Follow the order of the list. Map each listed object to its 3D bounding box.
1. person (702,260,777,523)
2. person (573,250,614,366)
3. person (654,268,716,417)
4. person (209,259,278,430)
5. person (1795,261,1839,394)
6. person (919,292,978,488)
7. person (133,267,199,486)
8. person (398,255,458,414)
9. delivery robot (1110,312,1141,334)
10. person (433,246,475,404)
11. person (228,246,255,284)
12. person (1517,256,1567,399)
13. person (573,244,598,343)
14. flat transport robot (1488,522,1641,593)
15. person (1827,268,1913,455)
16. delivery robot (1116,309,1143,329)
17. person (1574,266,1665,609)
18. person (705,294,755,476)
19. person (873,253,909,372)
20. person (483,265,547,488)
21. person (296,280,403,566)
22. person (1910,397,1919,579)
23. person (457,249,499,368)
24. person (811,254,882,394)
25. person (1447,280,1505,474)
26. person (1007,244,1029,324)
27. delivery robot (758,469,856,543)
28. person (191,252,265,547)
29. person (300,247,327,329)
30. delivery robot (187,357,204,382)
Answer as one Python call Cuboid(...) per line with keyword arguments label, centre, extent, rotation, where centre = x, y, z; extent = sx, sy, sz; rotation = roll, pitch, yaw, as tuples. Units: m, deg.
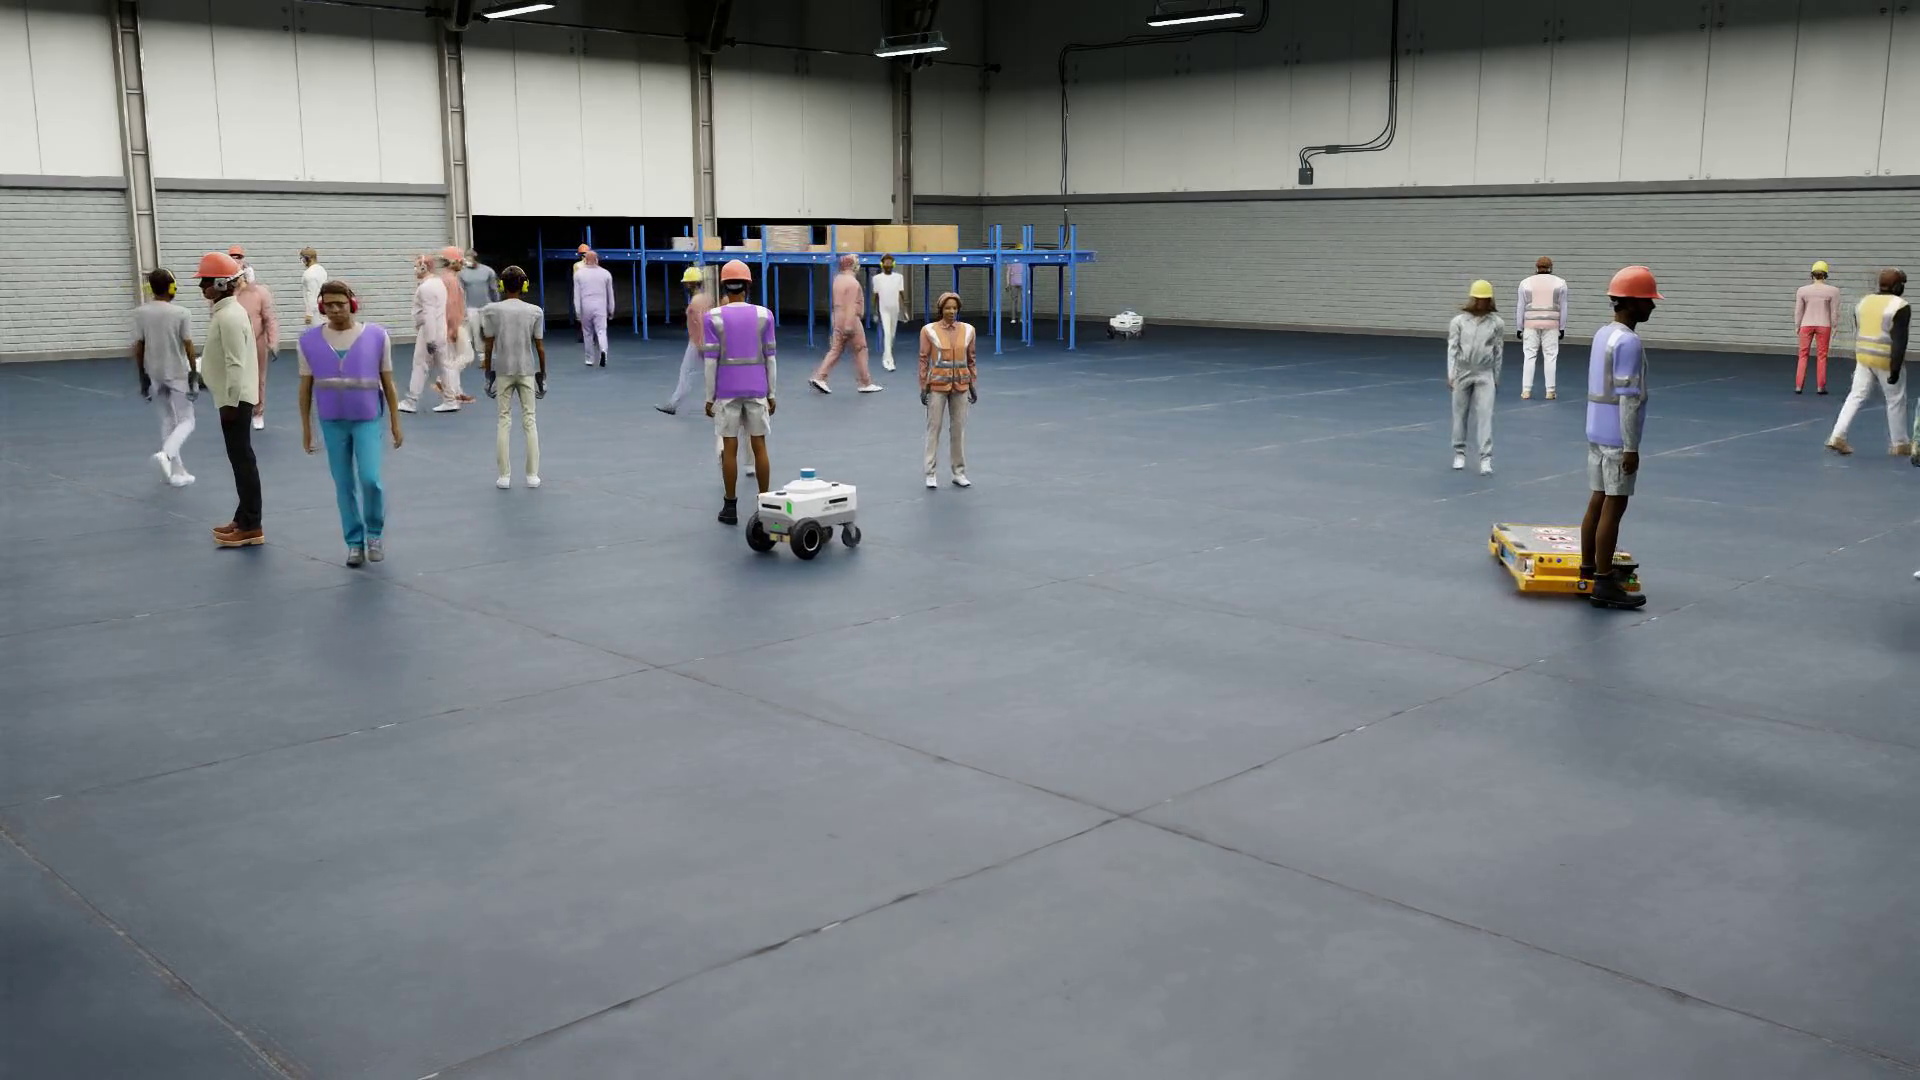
Cuboid(label="person", centre=(-1.629, -1.097, 12.314), extent=(0.542, 1.928, 0.374), rotation=(-3, 11, -16))
Cuboid(label="person", centre=(-5.916, -3.747, 26.923), extent=(0.648, 1.875, 0.855), rotation=(-4, 11, -20))
Cuboid(label="person", centre=(-3.151, -2.307, 19.473), extent=(0.890, 1.727, 0.532), rotation=(1, 10, 7))
Cuboid(label="person", centre=(-7.699, -2.089, 17.904), extent=(0.643, 1.865, 0.971), rotation=(-4, 11, -22))
Cuboid(label="person", centre=(11.458, -2.843, 22.272), extent=(0.525, 1.772, 0.304), rotation=(7, 12, 32))
Cuboid(label="person", centre=(-0.100, -1.262, 14.009), extent=(0.523, 1.636, 0.310), rotation=(-4, 11, -20))
Cuboid(label="person", centre=(-6.656, -1.350, 13.930), extent=(0.515, 1.853, 0.682), rotation=(0, 10, 2))
Cuboid(label="person", centre=(-6.424, -2.460, 19.902), extent=(0.670, 1.891, 0.654), rotation=(0, 10, 0))
Cuboid(label="delivery robot", centre=(3.403, -4.447, 34.190), extent=(0.477, 0.478, 0.707), rotation=(-6, 12, -30))
Cuboid(label="person", centre=(-6.379, -2.699, 20.917), extent=(0.466, 1.982, 0.617), rotation=(-6, 12, -32))
Cuboid(label="person", centre=(-12.322, -4.054, 28.448), extent=(0.543, 1.926, 0.384), rotation=(-4, 11, -19))
Cuboid(label="person", centre=(7.562, -2.760, 21.643), extent=(0.621, 1.838, 0.429), rotation=(4, 11, 19))
Cuboid(label="person", centre=(-7.408, -4.889, 32.970), extent=(0.551, 1.935, 0.373), rotation=(-8, 13, -37))
Cuboid(label="flat transport robot", centre=(3.764, 0.098, 10.438), extent=(0.652, 0.197, 1.431), rotation=(2, 10, 9))
Cuboid(label="person", centre=(8.847, -1.715, 16.048), extent=(0.949, 1.801, 0.635), rotation=(-3, 11, -18))
Cuboid(label="delivery robot", centre=(3.636, -4.714, 35.650), extent=(0.477, 0.478, 0.707), rotation=(-4, 11, -21))
Cuboid(label="person", centre=(3.795, -0.595, 9.551), extent=(0.362, 1.935, 0.553), rotation=(1, 10, 3))
Cuboid(label="person", centre=(-1.976, -1.338, 14.499), extent=(0.514, 1.614, 0.638), rotation=(-1, 10, -3))
Cuboid(label="person", centre=(-1.121, -3.608, 26.291), extent=(0.523, 1.829, 0.937), rotation=(-3, 11, -18))
Cuboid(label="person", centre=(-3.753, -1.375, 14.031), extent=(0.517, 1.865, 0.327), rotation=(-3, 11, -15))
Cuboid(label="person", centre=(-3.893, -0.738, 10.622), extent=(0.610, 1.824, 0.465), rotation=(-2, 11, -9))
Cuboid(label="person", centre=(6.128, -0.558, 10.211), extent=(0.404, 1.624, 0.515), rotation=(-7, 12, -32))
Cuboid(label="person", centre=(-7.704, -3.696, 26.565), extent=(0.649, 1.896, 0.533), rotation=(-1, 10, -7))
Cuboid(label="person", centre=(-1.555, -2.916, 22.414), extent=(0.930, 1.871, 0.637), rotation=(-6, 12, -30))
Cuboid(label="person", centre=(4.624, -1.467, 14.940), extent=(0.495, 1.727, 0.609), rotation=(2, 11, 11))
Cuboid(label="person", centre=(1.427, -6.146, 39.975), extent=(0.649, 1.893, 0.391), rotation=(4, 11, 21))
Cuboid(label="delivery robot", centre=(-1.028, -0.240, 11.252), extent=(0.477, 0.478, 0.707), rotation=(8, 13, 38))
Cuboid(label="person", centre=(-5.012, -0.968, 11.432), extent=(0.376, 1.995, 0.608), rotation=(-5, 11, -24))
Cuboid(label="person", centre=(-9.649, -3.407, 24.903), extent=(0.370, 1.934, 0.627), rotation=(-1, 10, -3))
Cuboid(label="delivery robot", centre=(-10.353, -2.401, 23.033), extent=(0.707, 0.478, 0.477), rotation=(-2, 11, -10))
